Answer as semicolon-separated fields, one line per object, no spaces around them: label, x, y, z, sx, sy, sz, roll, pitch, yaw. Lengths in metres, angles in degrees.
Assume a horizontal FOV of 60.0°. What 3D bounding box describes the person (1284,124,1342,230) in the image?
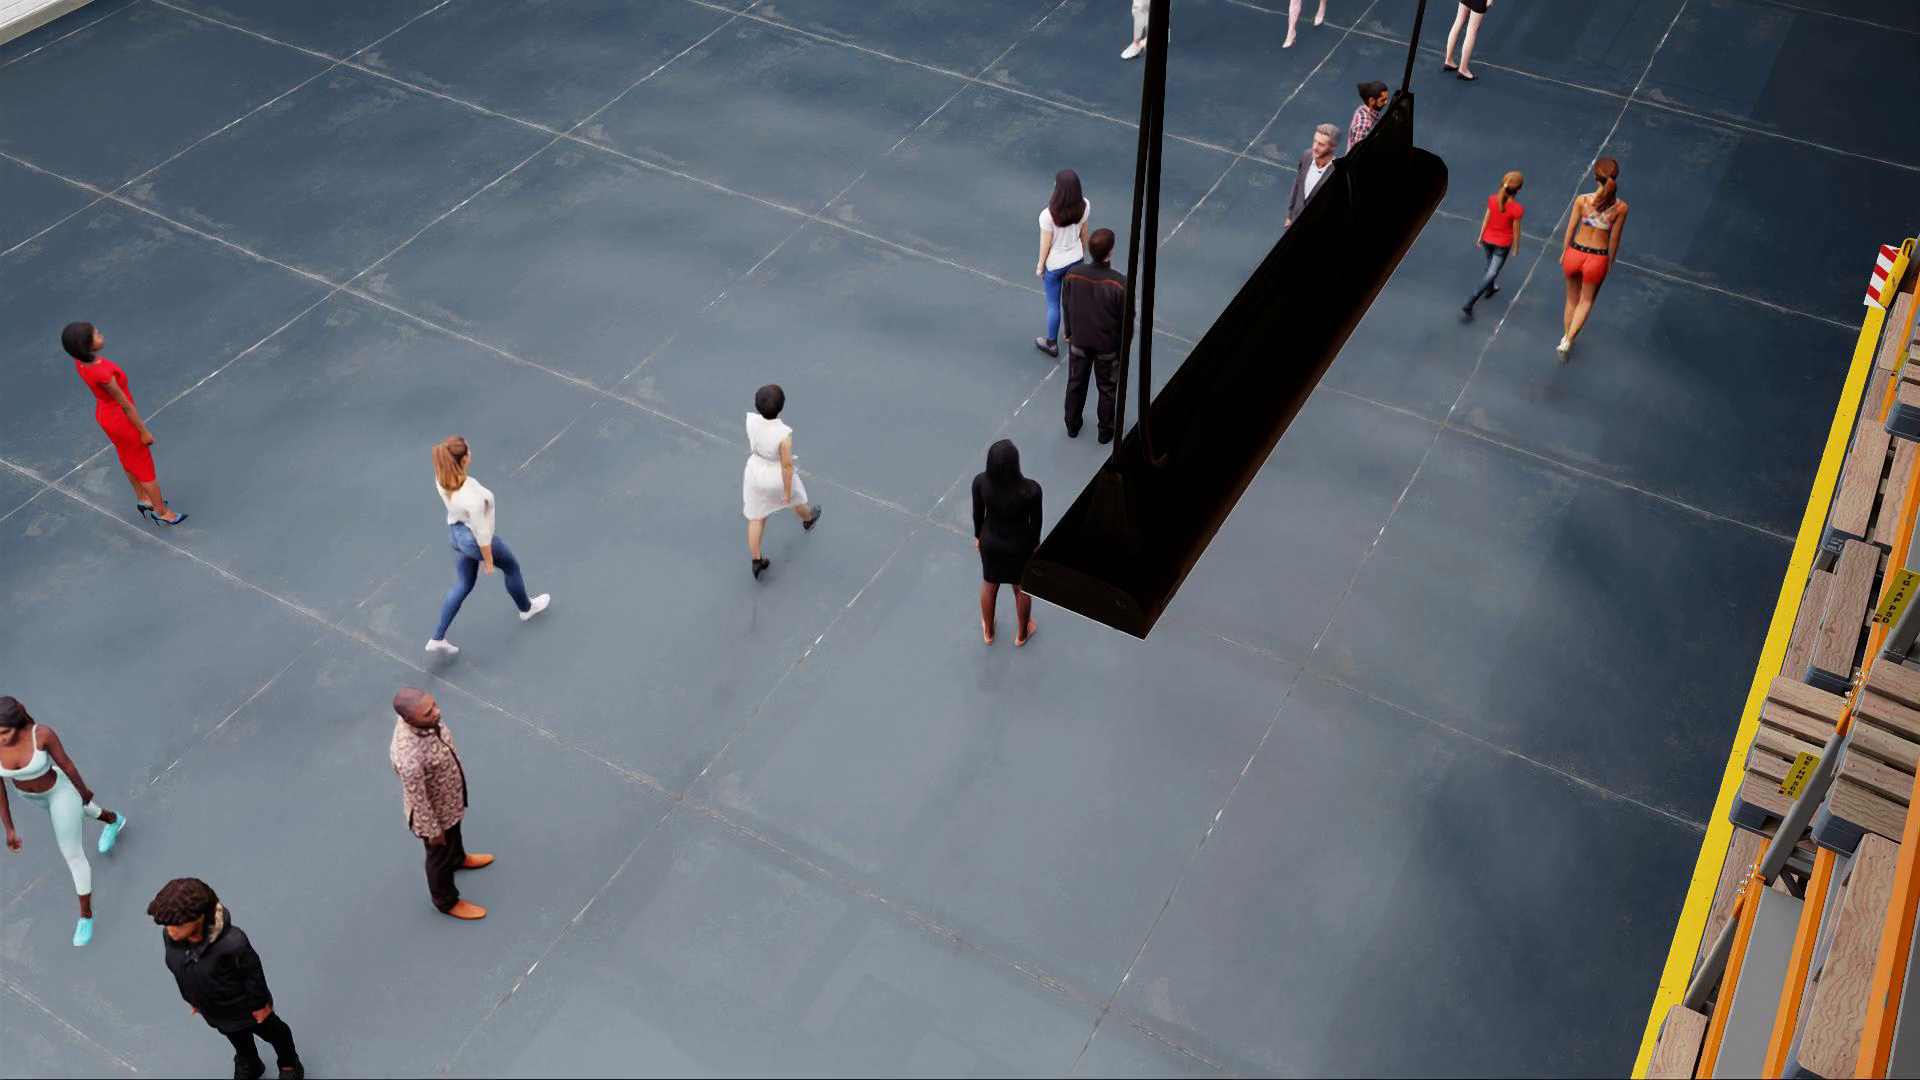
person;2.885;-2.574;13.592;0.734;1.840;0.801;-30;51;-27

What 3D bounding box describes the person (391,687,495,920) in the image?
person;-2.984;1.449;9.400;0.862;1.797;0.759;-3;44;-3

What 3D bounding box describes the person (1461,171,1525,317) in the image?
person;4.444;-2.456;13.867;0.934;1.290;0.653;-33;52;-30

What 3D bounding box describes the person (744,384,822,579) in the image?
person;-1.350;-0.368;11.512;0.622;1.515;1.015;16;46;16

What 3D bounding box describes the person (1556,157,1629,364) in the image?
person;4.944;-2.161;13.213;0.594;1.765;0.850;21;47;21

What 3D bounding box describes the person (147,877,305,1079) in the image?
person;-3.748;2.305;8.514;0.705;1.781;0.713;6;44;7

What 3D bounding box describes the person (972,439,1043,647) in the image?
person;0.307;0.020;10.956;0.666;1.720;0.612;8;44;8

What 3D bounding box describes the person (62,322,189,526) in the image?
person;-5.954;-0.815;11.815;0.598;1.744;0.545;30;51;28

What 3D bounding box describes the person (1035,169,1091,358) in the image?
person;0.829;-2.209;13.322;0.640;1.684;0.745;-20;47;-19

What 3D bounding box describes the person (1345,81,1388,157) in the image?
person;3.409;-3.117;14.220;0.815;1.760;0.643;9;44;9

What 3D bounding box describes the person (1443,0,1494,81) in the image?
person;5.181;-5.520;16.692;0.685;1.830;0.664;-18;47;-18

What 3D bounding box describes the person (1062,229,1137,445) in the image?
person;1.017;-1.513;12.479;0.750;1.840;0.614;15;46;15

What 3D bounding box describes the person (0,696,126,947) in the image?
person;-5.183;1.410;9.540;1.016;1.662;1.232;-3;44;-3

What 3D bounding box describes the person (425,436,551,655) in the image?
person;-3.267;0.073;10.925;0.757;1.687;1.202;31;52;28

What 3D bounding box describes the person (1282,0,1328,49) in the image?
person;3.748;-6.071;17.330;0.606;1.748;1.147;23;48;22

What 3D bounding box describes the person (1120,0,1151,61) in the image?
person;1.976;-5.838;17.132;0.875;1.683;0.791;-25;49;-24
